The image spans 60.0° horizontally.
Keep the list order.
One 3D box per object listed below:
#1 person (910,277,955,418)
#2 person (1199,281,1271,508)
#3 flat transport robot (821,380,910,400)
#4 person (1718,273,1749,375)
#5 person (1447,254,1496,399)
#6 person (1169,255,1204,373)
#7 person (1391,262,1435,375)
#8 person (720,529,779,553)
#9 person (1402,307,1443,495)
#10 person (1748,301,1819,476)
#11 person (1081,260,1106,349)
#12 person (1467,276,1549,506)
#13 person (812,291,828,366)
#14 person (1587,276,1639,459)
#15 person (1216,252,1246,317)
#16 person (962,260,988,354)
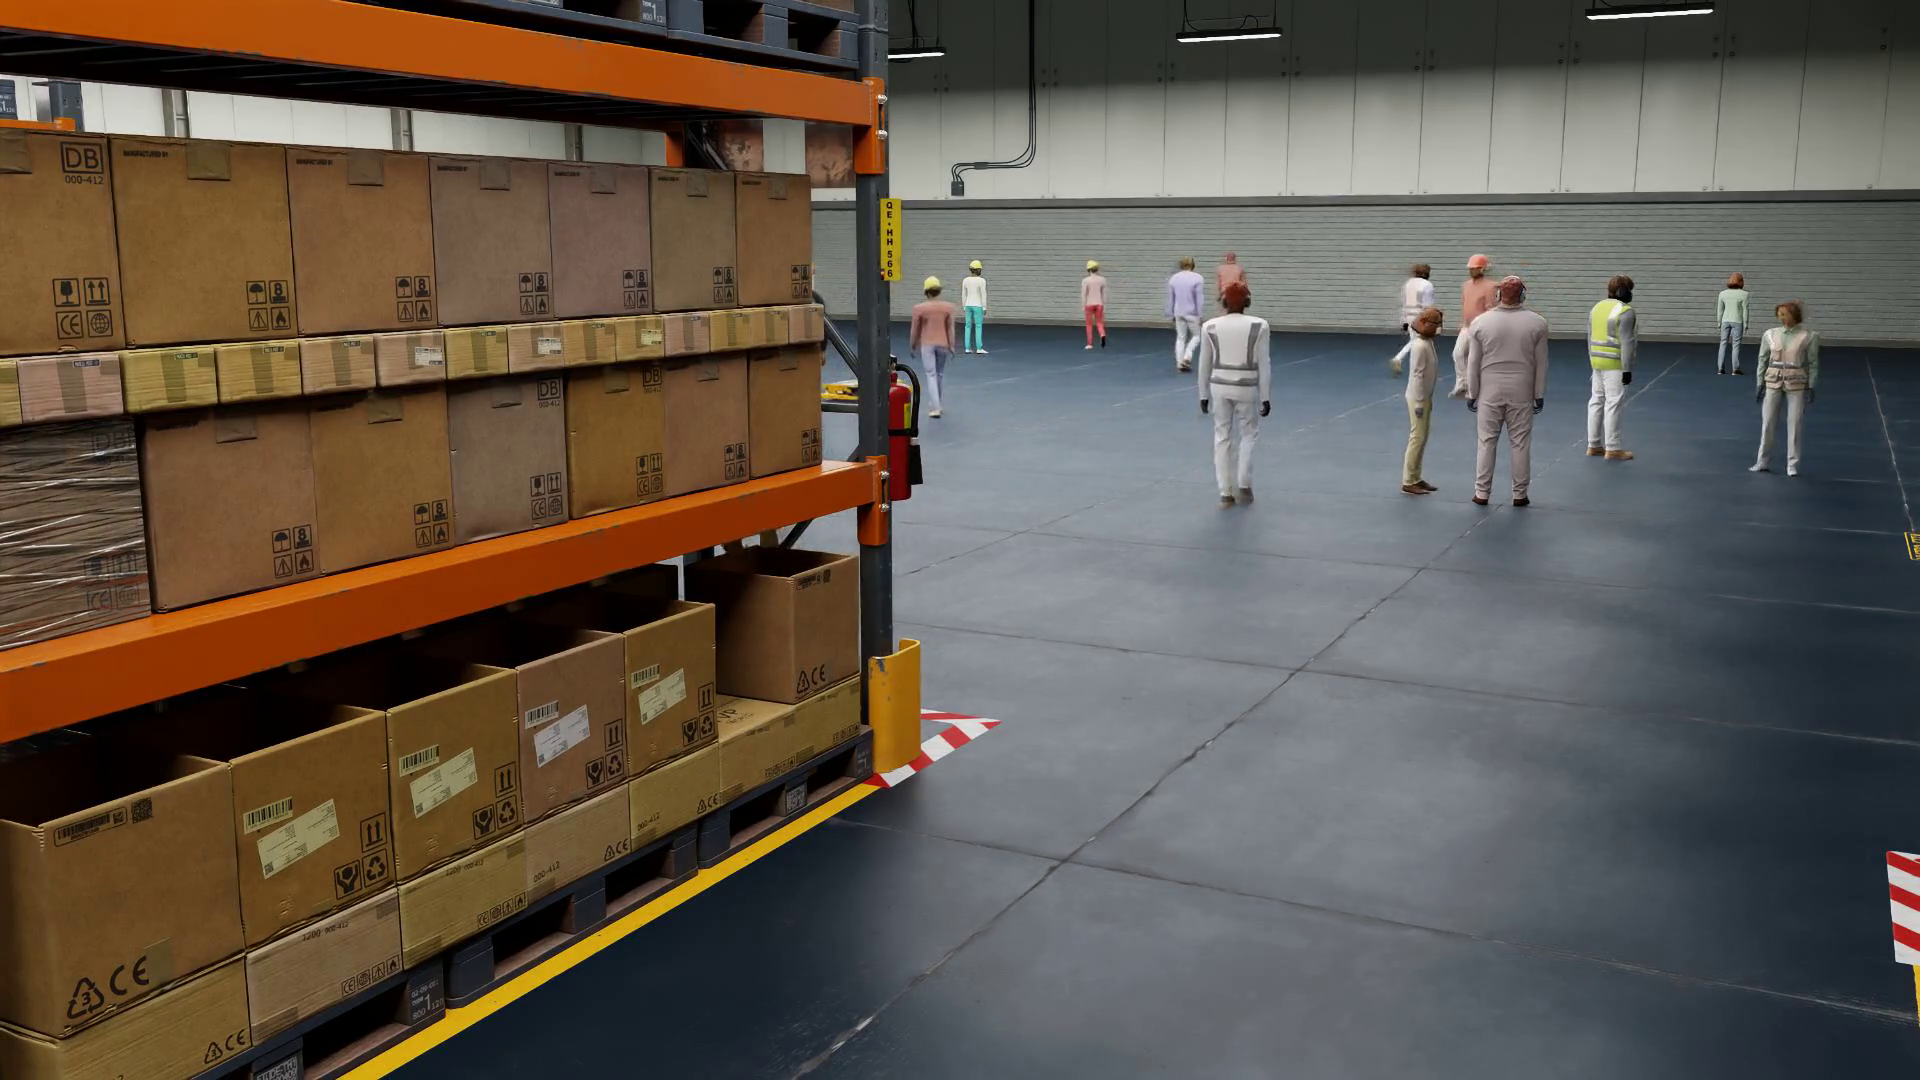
[{"bbox_3d":[-0.351,-2.400,20.715,0.542,1.712,0.918,-3,11,-17],"label":"person"},{"bbox_3d":[2.299,-1.216,13.849,0.615,1.862,0.677,3,11,18],"label":"person"},{"bbox_3d":[-1.321,-2.089,22.963,0.652,0.197,1.431,6,12,28],"label":"flat transport robot"},{"bbox_3d":[12.464,-3.478,26.820,0.287,1.634,0.497,-9,14,-40],"label":"person"},{"bbox_3d":[6.958,-2.894,22.684,0.672,1.975,0.646,-5,12,-27],"label":"person"},{"bbox_3d":[3.702,-3.670,27.084,0.651,1.919,0.442,8,13,38],"label":"person"},{"bbox_3d":[7.142,-3.424,26.009,0.604,1.826,0.631,-4,11,-22],"label":"person"},{"bbox_3d":[-1.236,-0.522,9.611,0.634,2.030,0.448,6,12,30],"label":"person"},{"bbox_3d":[4.020,-1.207,14.463,0.284,1.624,0.514,5,11,23],"label":"person"},{"bbox_3d":[7.748,-1.419,15.613,0.564,1.629,0.318,10,14,42],"label":"person"},{"bbox_3d":[2.634,-4.607,32.636,0.545,1.750,0.506,-3,11,-17],"label":"person"},{"bbox_3d":[4.532,-1.228,13.808,0.643,1.909,0.409,3,11,15],"label":"person"},{"bbox_3d":[-1.783,-2.182,18.816,0.678,1.969,0.588,4,11,21],"label":"person"},{"bbox_3d":[6.584,-1.737,16.776,0.430,1.838,0.624,-2,11,-13],"label":"person"},{"bbox_3d":[5.971,-5.377,36.524,0.642,1.878,0.799,4,11,21],"label":"person"},{"bbox_3d":[0.282,-4.409,31.546,0.526,1.765,0.329,7,13,34],"label":"person"}]
